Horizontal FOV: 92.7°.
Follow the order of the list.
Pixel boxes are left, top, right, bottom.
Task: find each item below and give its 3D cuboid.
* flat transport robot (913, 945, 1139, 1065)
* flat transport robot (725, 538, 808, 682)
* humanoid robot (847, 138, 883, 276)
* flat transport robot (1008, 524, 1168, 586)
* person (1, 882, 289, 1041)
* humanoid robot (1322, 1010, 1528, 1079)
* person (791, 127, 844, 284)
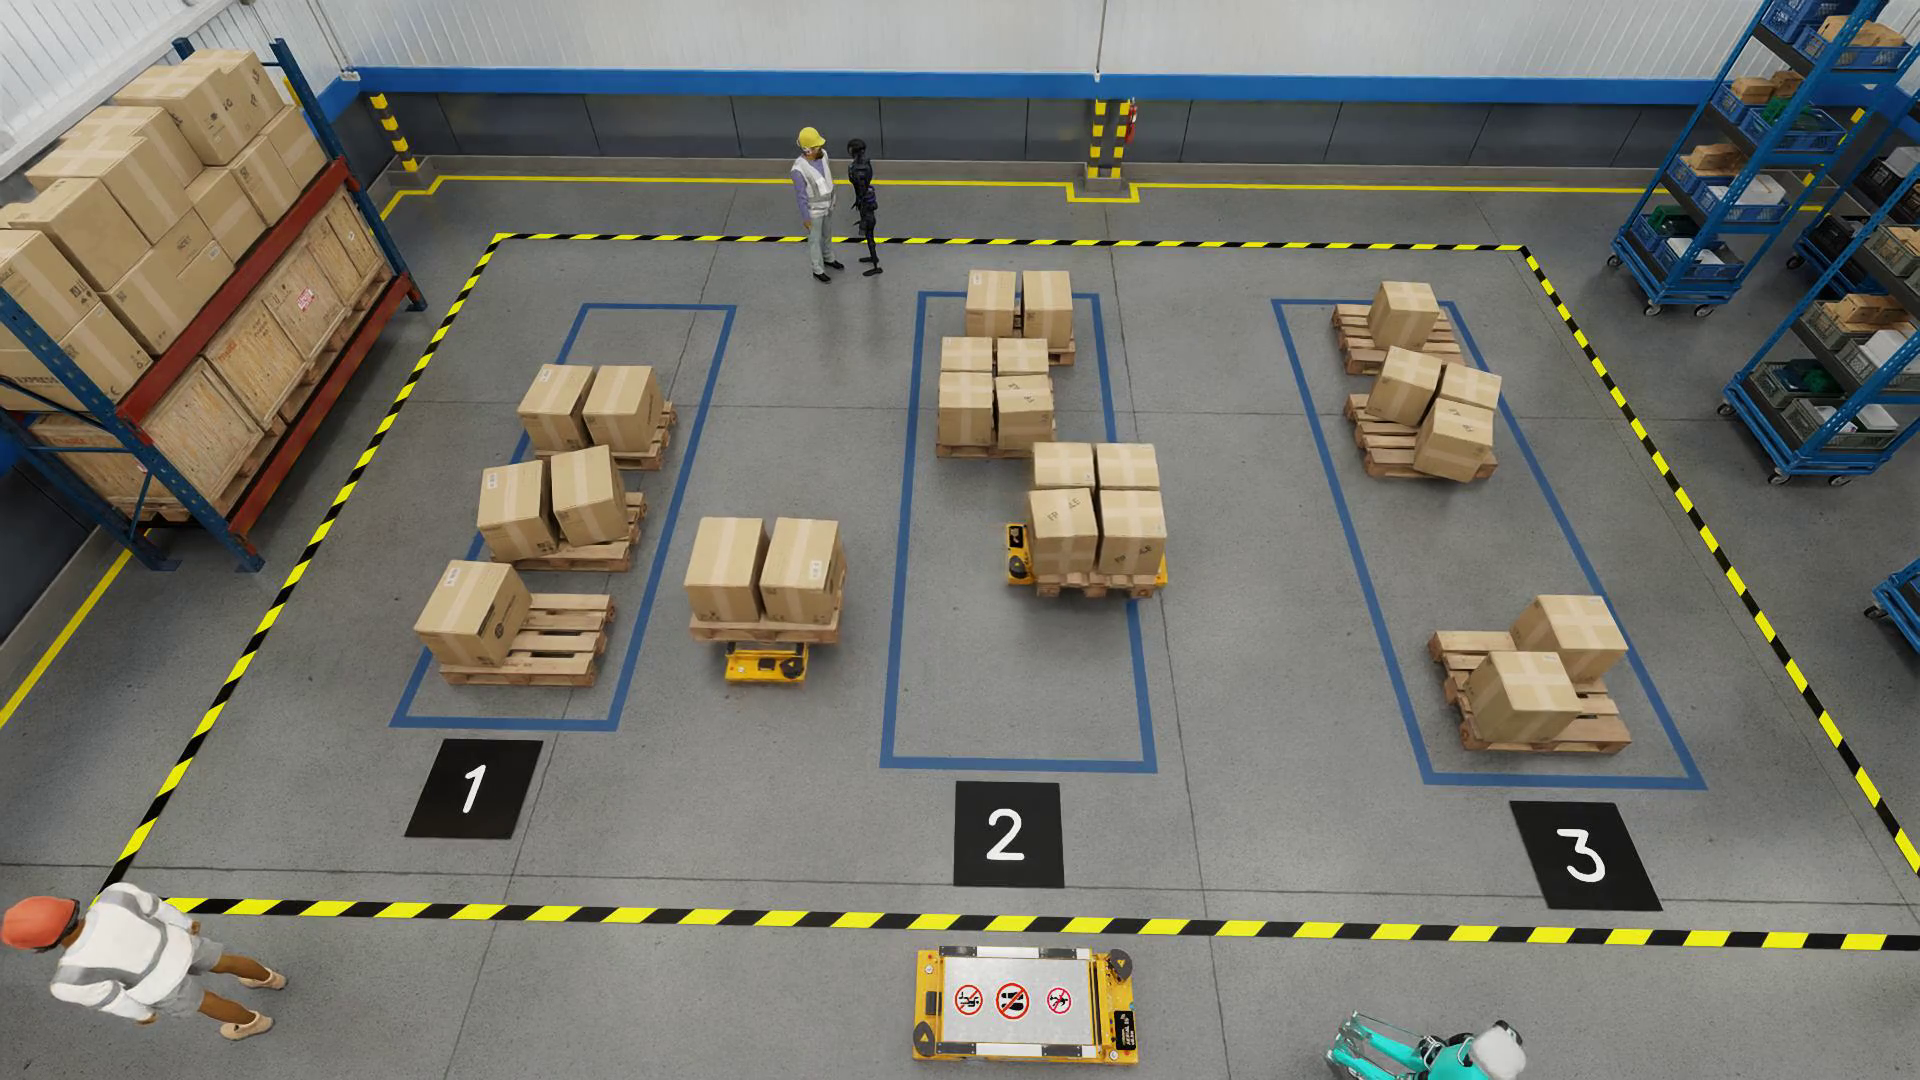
[{"bbox_3d":[0.422,3.041,6.007,1.431,0.231,0.659,1,51,1],"label":"flat transport robot"},{"bbox_3d":[-1.606,0.571,8.002,0.652,0.197,1.431,1,51,1],"label":"flat transport robot"},{"bbox_3d":[-1.125,-3.892,10.741,0.315,1.655,0.599,-7,51,-6],"label":"humanoid robot"},{"bbox_3d":[1.157,0.098,8.388,1.431,0.197,0.652,1,51,1],"label":"flat transport robot"},{"bbox_3d":[-4.666,2.476,5.321,0.366,2.048,0.606,-2,51,-2],"label":"person"},{"bbox_3d":[2.439,2.858,5.122,0.533,1.676,0.735,-36,59,-26],"label":"humanoid robot"},{"bbox_3d":[-1.638,-3.879,10.634,0.404,1.836,0.599,22,54,17],"label":"person"}]
